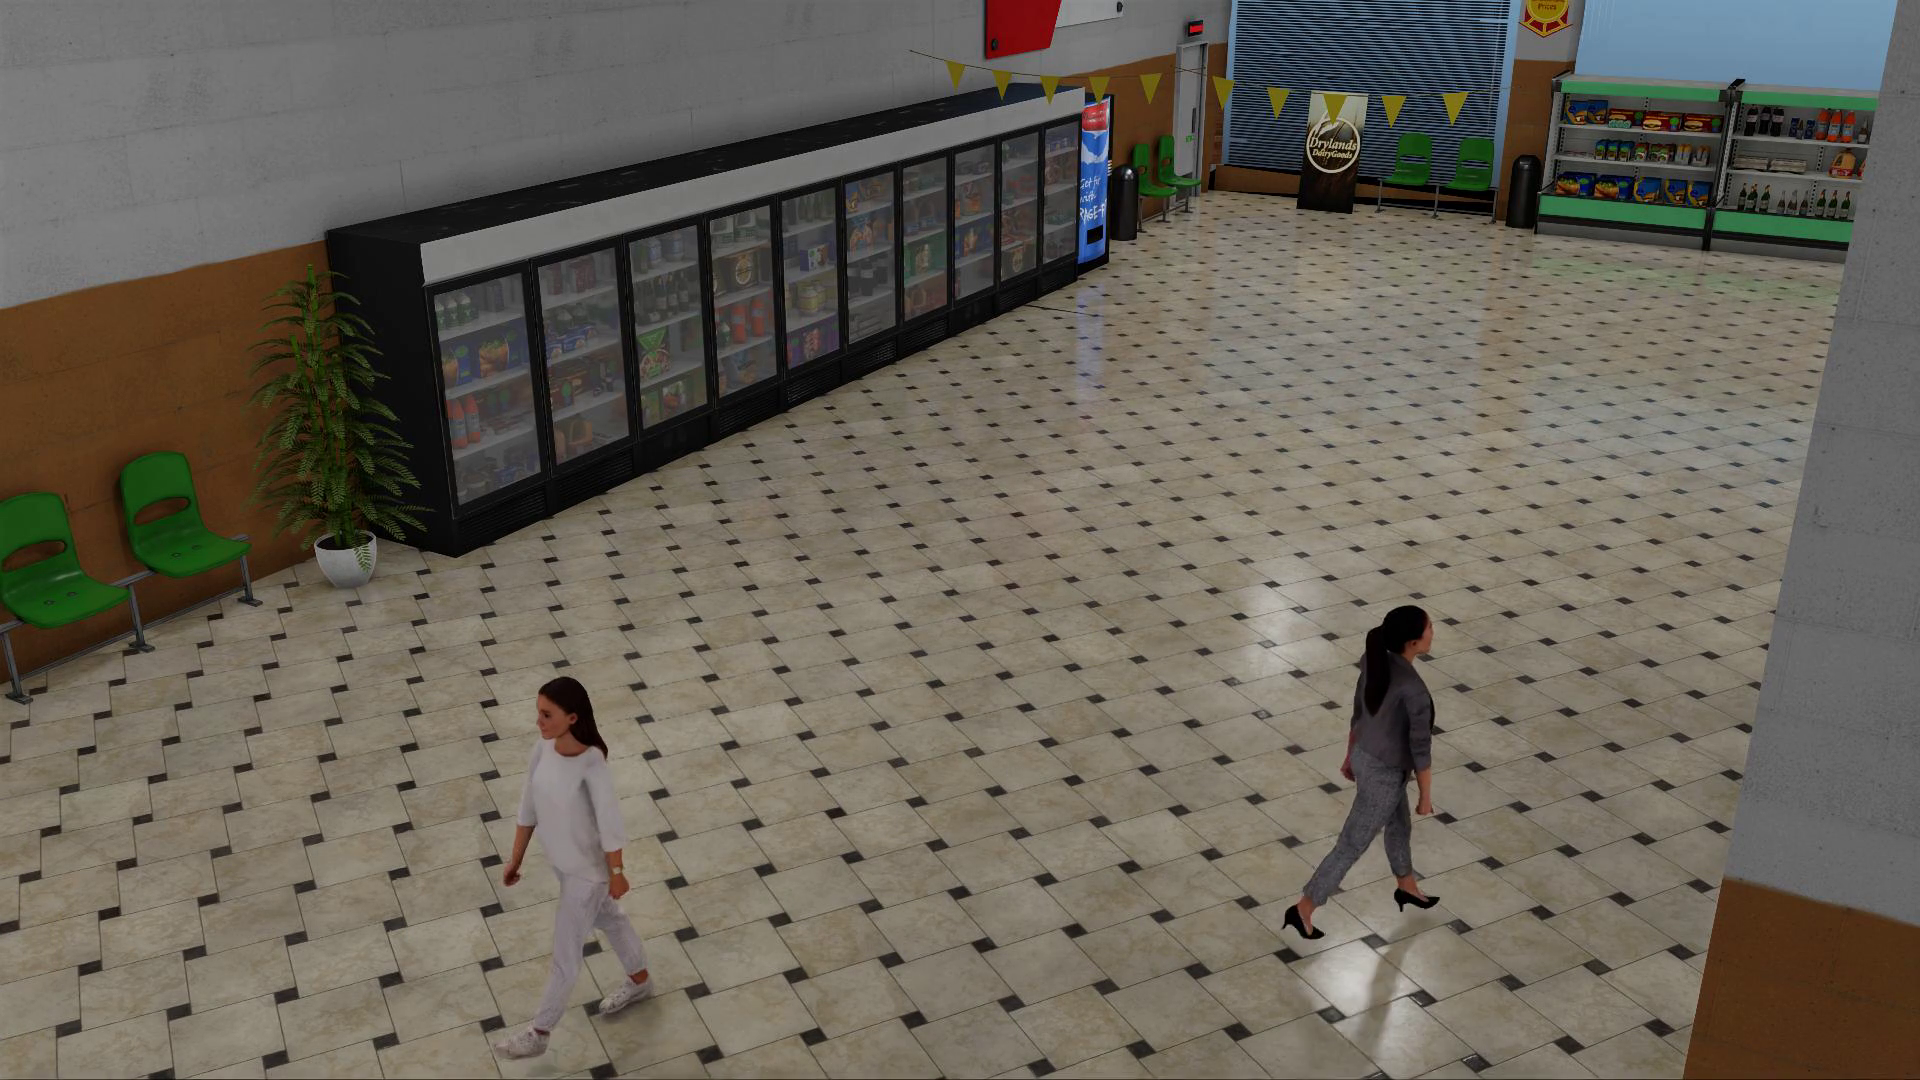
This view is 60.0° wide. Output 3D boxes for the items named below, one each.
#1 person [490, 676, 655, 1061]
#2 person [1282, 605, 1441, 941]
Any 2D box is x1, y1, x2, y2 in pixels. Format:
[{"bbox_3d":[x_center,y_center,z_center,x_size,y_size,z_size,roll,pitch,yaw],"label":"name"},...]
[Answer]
[{"bbox_3d":[-1.520,1.310,6.946,0.867,1.647,1.046,-20,29,-40],"label":"person"},{"bbox_3d":[1.817,1.098,7.494,1.137,1.633,1.096,-6,23,-14],"label":"person"}]
